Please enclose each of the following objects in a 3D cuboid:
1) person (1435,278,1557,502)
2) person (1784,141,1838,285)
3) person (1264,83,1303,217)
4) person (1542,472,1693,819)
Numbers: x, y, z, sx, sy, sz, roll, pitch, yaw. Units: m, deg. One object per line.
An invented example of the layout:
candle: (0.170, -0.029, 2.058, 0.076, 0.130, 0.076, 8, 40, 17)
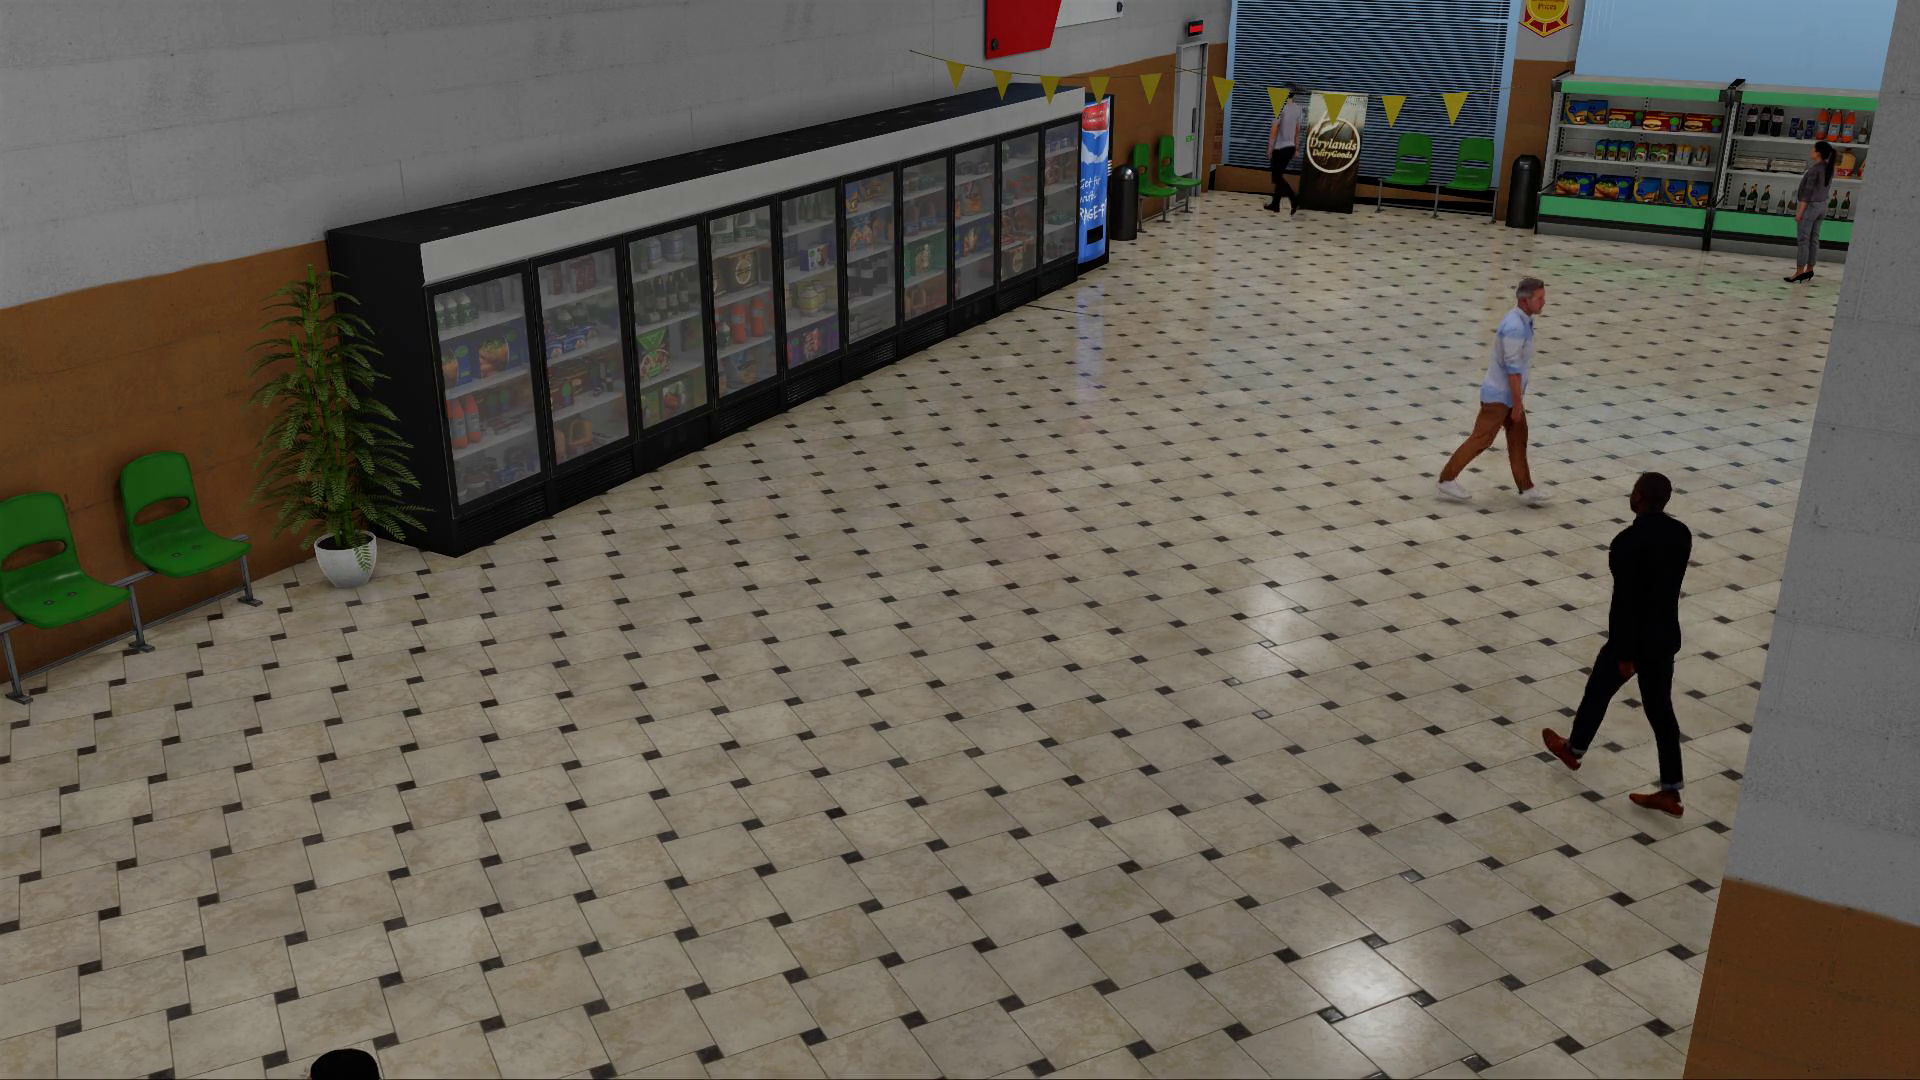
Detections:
person: (4.104, -1.125, 12.837, 1.170, 1.774, 0.780, 8, 23, 19)
person: (10.218, -3.929, 19.945, 0.722, 1.677, 0.737, -13, 25, -29)
person: (4.677, -5.562, 23.788, 0.976, 1.842, 1.187, -14, 26, -32)
person: (3.574, 0.591, 8.582, 1.096, 1.762, 1.253, -12, 25, -26)
